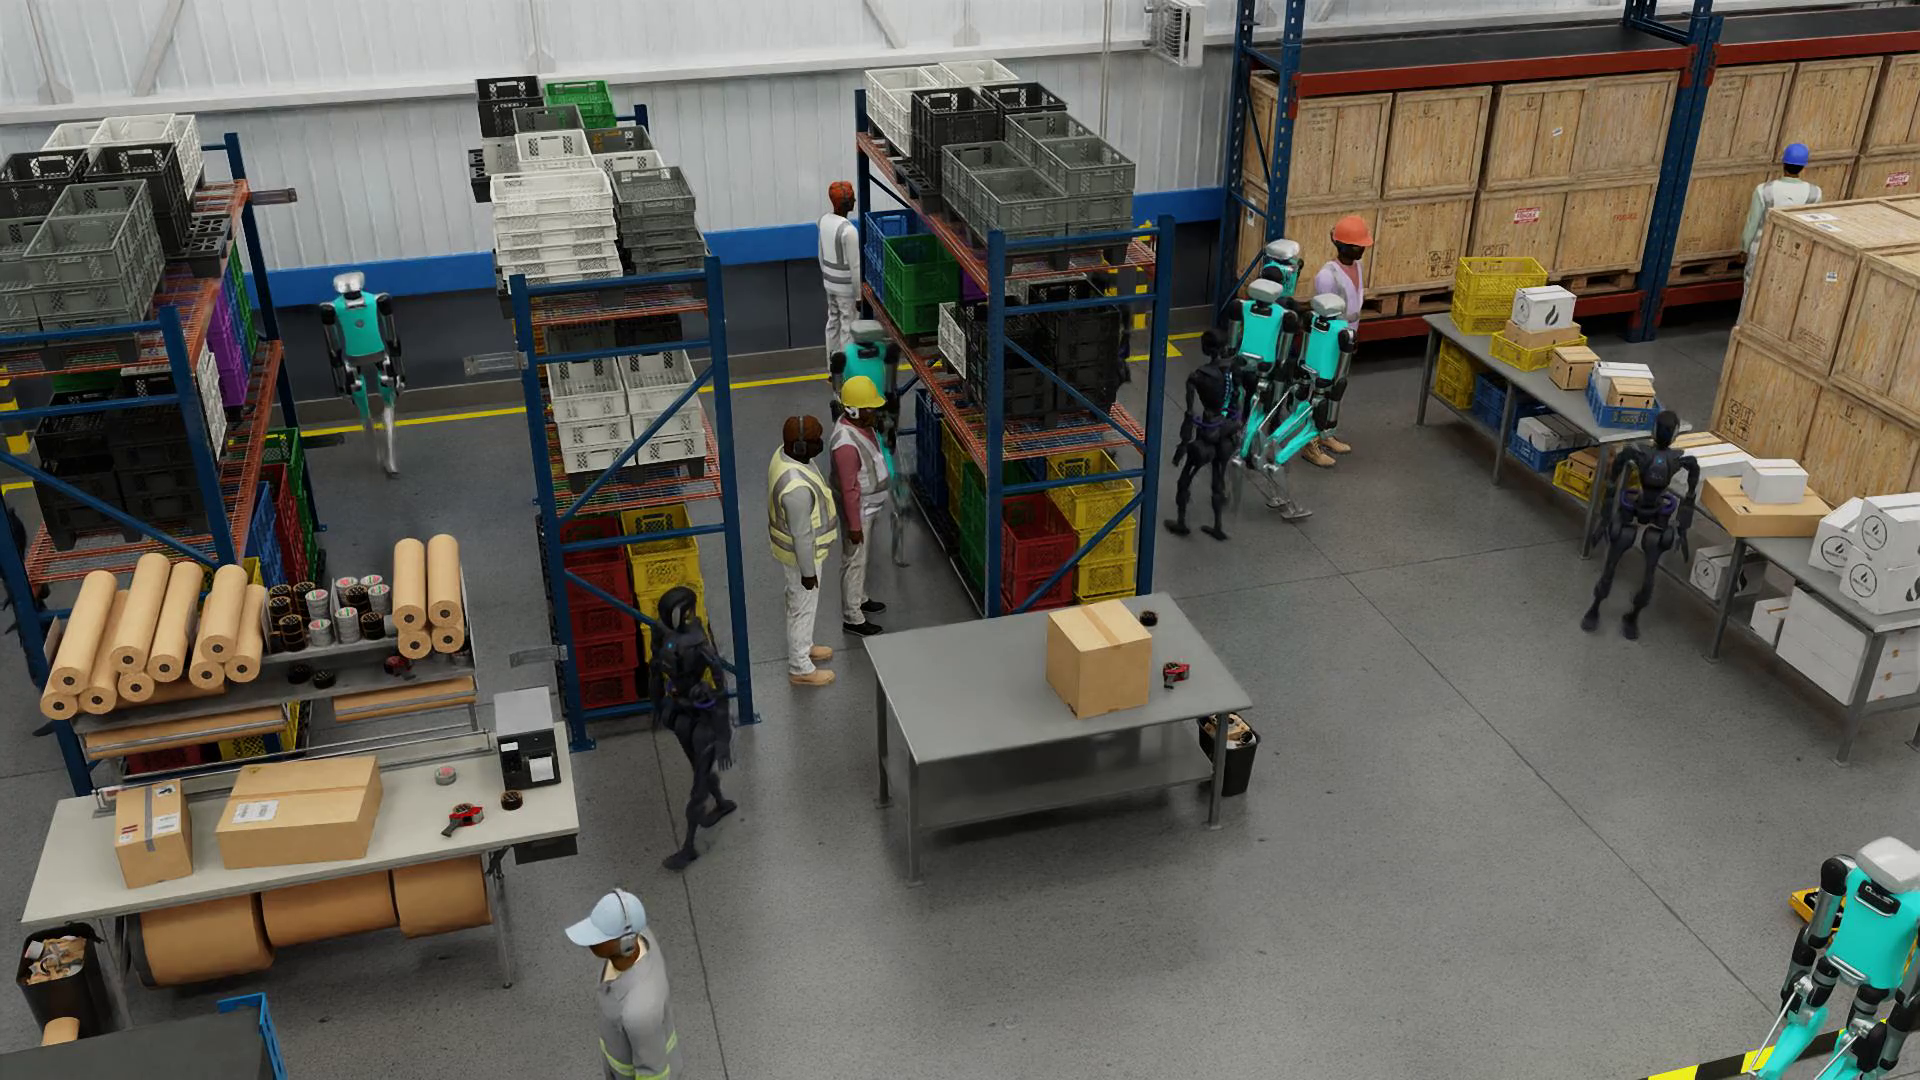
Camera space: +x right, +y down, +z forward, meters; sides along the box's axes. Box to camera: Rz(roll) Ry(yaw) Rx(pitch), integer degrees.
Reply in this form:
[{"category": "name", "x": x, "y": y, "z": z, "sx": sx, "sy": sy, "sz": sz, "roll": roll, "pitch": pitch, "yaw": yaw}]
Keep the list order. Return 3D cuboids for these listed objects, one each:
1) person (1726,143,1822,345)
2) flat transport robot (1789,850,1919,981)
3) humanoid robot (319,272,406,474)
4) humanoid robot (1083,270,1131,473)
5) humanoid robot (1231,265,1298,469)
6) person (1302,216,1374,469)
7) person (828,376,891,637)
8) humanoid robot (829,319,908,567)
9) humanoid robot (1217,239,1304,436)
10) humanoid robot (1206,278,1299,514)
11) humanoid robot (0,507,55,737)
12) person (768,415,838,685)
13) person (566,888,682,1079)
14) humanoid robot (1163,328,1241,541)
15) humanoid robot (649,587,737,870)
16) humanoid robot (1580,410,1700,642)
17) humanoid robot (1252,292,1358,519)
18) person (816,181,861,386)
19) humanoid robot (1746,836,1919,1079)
[{"category": "person", "x": 7.479, "y": -2.674, "z": 15.285, "sx": 0.614, "sy": 1.944, "sz": 0.402, "roll": 5, "pitch": 29, "yaw": 9}, {"category": "flat transport robot", "x": 5.163, "y": 1.916, "z": 8.676, "sx": 1.431, "sy": 0.231, "sz": 0.659, "roll": -8, "pitch": 30, "yaw": -14}, {"category": "humanoid robot", "x": -4.629, "y": -1.250, "z": 13.030, "sx": 0.541, "sy": 1.907, "sz": 0.726, "roll": -12, "pitch": 31, "yaw": -21}, {"category": "humanoid robot", "x": 1.146, "y": -1.343, "z": 13.154, "sx": 0.590, "sy": 1.629, "sz": 0.631, "roll": -13, "pitch": 31, "yaw": -22}, {"category": "humanoid robot", "x": 2.416, "y": -1.359, "z": 13.182, "sx": 0.599, "sy": 1.645, "sz": 0.395, "roll": -13, "pitch": 31, "yaw": -23}, {"category": "person", "x": 3.003, "y": -1.580, "z": 13.197, "sx": 0.370, "sy": 2.044, "sz": 0.605, "roll": 20, "pitch": 34, "yaw": 32}, {"category": "person", "x": -0.654, "y": -0.237, "z": 10.968, "sx": 0.403, "sy": 1.829, "sz": 0.599, "roll": 2, "pitch": 29, "yaw": 3}, {"category": "humanoid robot", "x": -0.547, "y": -0.591, "z": 11.800, "sx": 0.555, "sy": 1.858, "sz": 0.784, "roll": -15, "pitch": 32, "yaw": -25}, {"category": "humanoid robot", "x": 2.353, "y": -1.644, "z": 13.610, "sx": 0.737, "sy": 1.769, "sz": 0.530, "roll": 21, "pitch": 35, "yaw": 33}, {"category": "humanoid robot", "x": 2.114, "y": -0.991, "z": 12.511, "sx": 0.557, "sy": 1.836, "sz": 0.816, "roll": 15, "pitch": 32, "yaw": 25}, {"category": "humanoid robot", "x": -5.646, "y": 0.349, "z": 10.073, "sx": 0.410, "sy": 1.635, "sz": 0.609, "roll": -18, "pitch": 34, "yaw": -29}, {"category": "person", "x": -0.974, "y": 0.056, "z": 10.441, "sx": 0.431, "sy": 1.836, "sz": 0.617, "roll": -5, "pitch": 29, "yaw": -10}, {"category": "person", "x": -1.296, "y": 2.131, "z": 6.640, "sx": 0.367, "sy": 1.852, "sz": 0.594, "roll": -9, "pitch": 30, "yaw": -16}, {"category": "humanoid robot", "x": 1.792, "y": -0.785, "z": 12.122, "sx": 0.596, "sy": 1.646, "sz": 0.470, "roll": -21, "pitch": 35, "yaw": -33}, {"category": "humanoid robot", "x": -1.476, "y": 0.970, "z": 8.952, "sx": 0.608, "sy": 1.631, "sz": 0.689, "roll": 20, "pitch": 35, "yaw": 32}, {"category": "humanoid robot", "x": 4.485, "y": -0.106, "z": 10.885, "sx": 0.602, "sy": 1.641, "sz": 0.360, "roll": 9, "pitch": 30, "yaw": 16}, {"category": "humanoid robot", "x": 2.467, "y": -0.962, "z": 12.284, "sx": 0.746, "sy": 1.689, "sz": 0.530, "roll": -14, "pitch": 32, "yaw": -23}, {"category": "person", "x": -1.006, "y": -2.193, "z": 14.478, "sx": 0.356, "sy": 1.882, "sz": 0.571, "roll": -19, "pitch": 34, "yaw": -31}, {"category": "humanoid robot", "x": 3.504, "y": 2.017, "z": 6.827, "sx": 0.735, "sy": 1.677, "sz": 0.533, "roll": -16, "pitch": 33, "yaw": -27}]
